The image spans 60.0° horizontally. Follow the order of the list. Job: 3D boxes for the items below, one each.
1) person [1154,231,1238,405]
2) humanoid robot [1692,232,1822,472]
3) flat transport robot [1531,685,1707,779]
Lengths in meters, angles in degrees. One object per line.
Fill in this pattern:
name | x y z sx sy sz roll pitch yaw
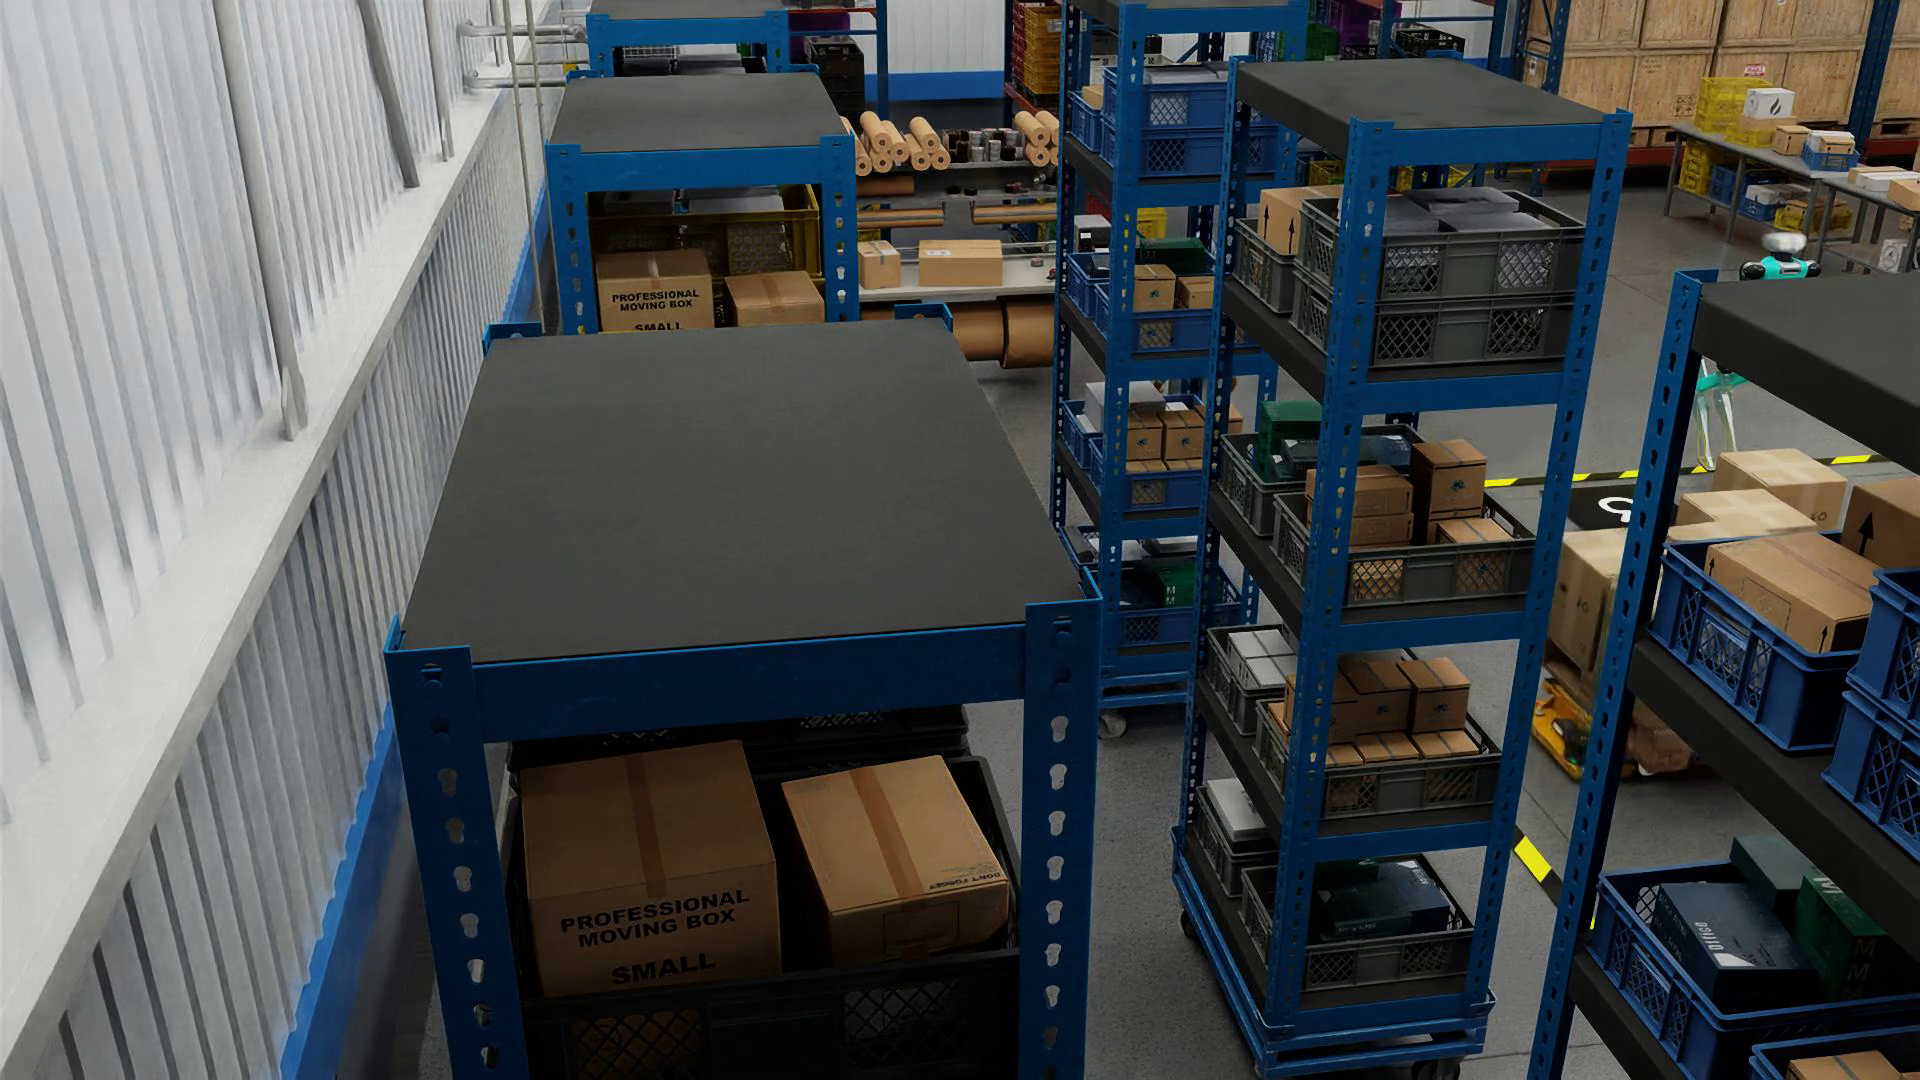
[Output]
person | 1.535 -1.099 10.799 0.587 1.848 0.397 -3 25 -7
humanoid robot | 5.264 -1.307 11.223 0.533 1.677 0.735 -4 25 -8
flat transport robot | 3.594 0.890 8.332 1.431 0.197 0.652 -4 25 -8
